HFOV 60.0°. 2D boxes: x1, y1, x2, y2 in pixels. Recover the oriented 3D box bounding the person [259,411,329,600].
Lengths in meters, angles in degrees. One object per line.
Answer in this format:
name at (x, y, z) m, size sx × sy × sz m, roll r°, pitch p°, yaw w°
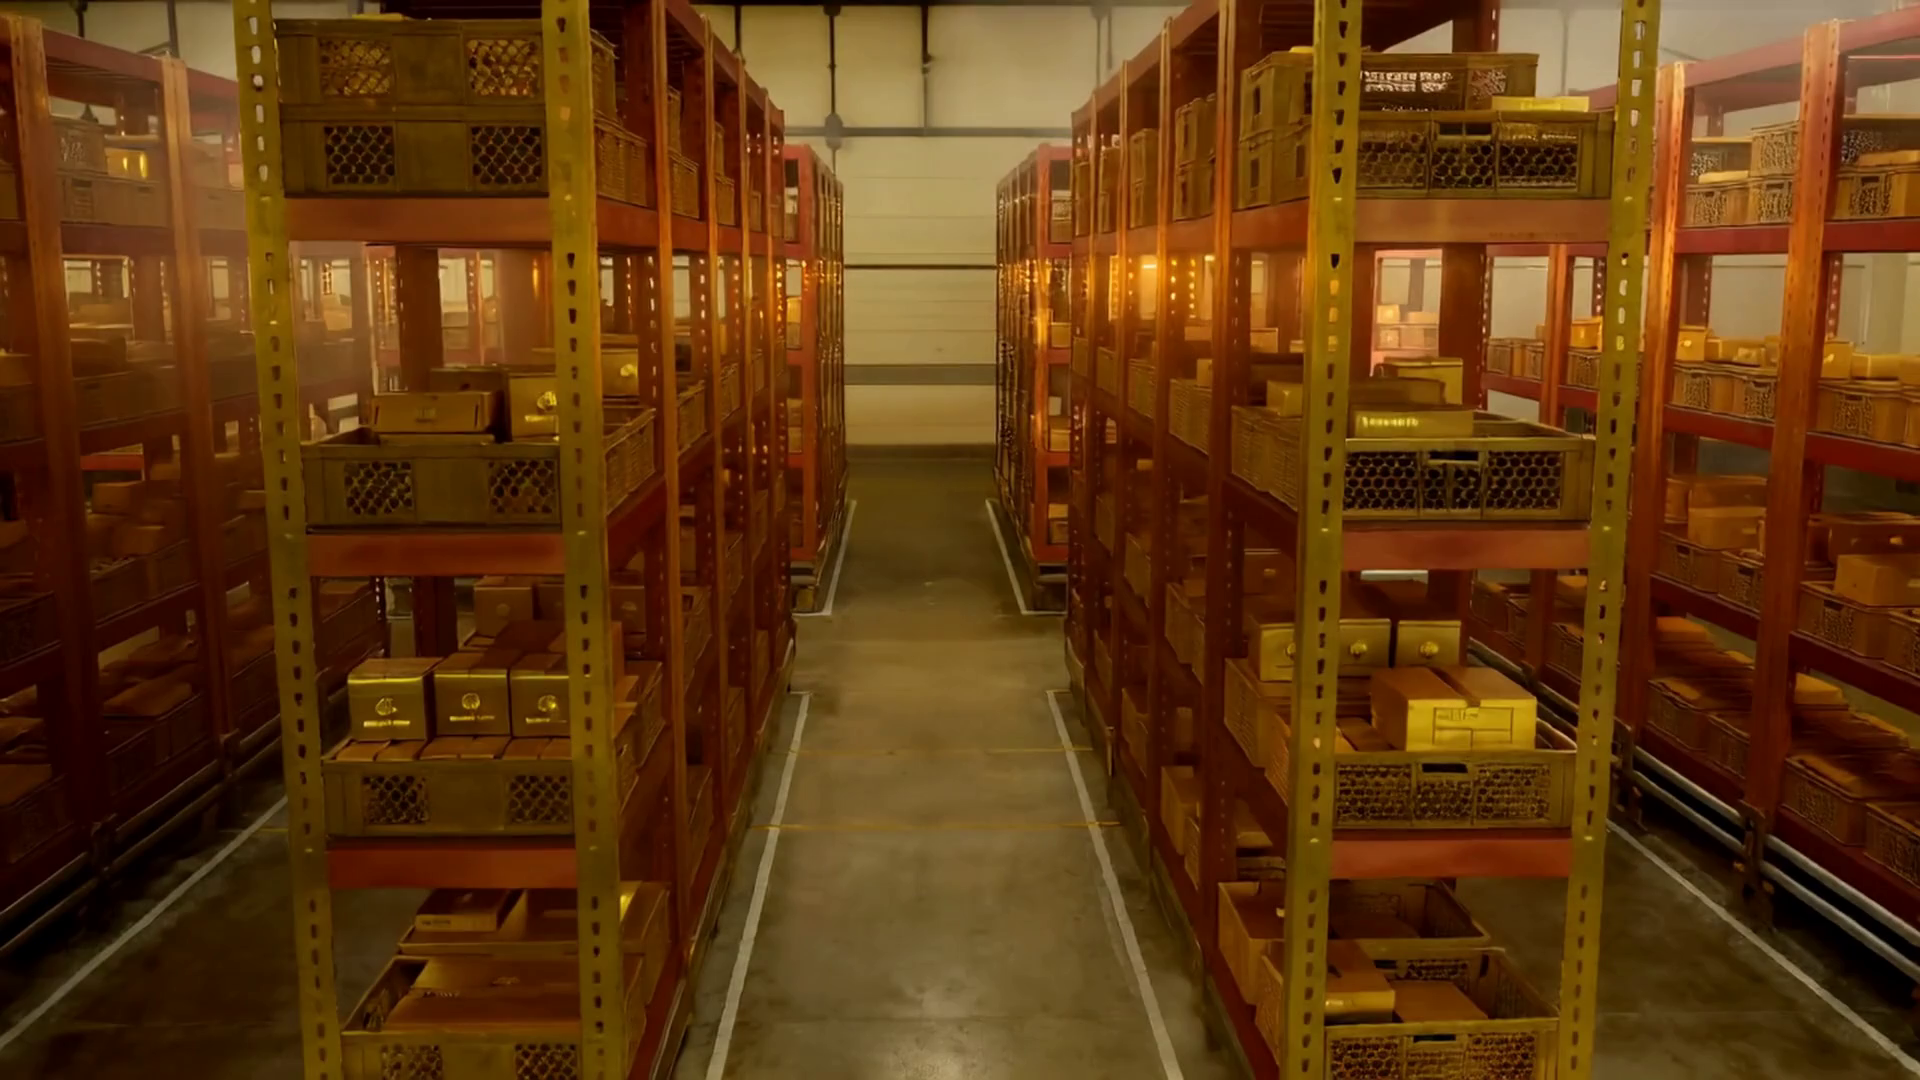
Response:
person at (-5.282, -0.407, 13.296) m, size 0.590 × 1.833 × 0.404 m, roll 0°, pitch 9°, yaw 3°
